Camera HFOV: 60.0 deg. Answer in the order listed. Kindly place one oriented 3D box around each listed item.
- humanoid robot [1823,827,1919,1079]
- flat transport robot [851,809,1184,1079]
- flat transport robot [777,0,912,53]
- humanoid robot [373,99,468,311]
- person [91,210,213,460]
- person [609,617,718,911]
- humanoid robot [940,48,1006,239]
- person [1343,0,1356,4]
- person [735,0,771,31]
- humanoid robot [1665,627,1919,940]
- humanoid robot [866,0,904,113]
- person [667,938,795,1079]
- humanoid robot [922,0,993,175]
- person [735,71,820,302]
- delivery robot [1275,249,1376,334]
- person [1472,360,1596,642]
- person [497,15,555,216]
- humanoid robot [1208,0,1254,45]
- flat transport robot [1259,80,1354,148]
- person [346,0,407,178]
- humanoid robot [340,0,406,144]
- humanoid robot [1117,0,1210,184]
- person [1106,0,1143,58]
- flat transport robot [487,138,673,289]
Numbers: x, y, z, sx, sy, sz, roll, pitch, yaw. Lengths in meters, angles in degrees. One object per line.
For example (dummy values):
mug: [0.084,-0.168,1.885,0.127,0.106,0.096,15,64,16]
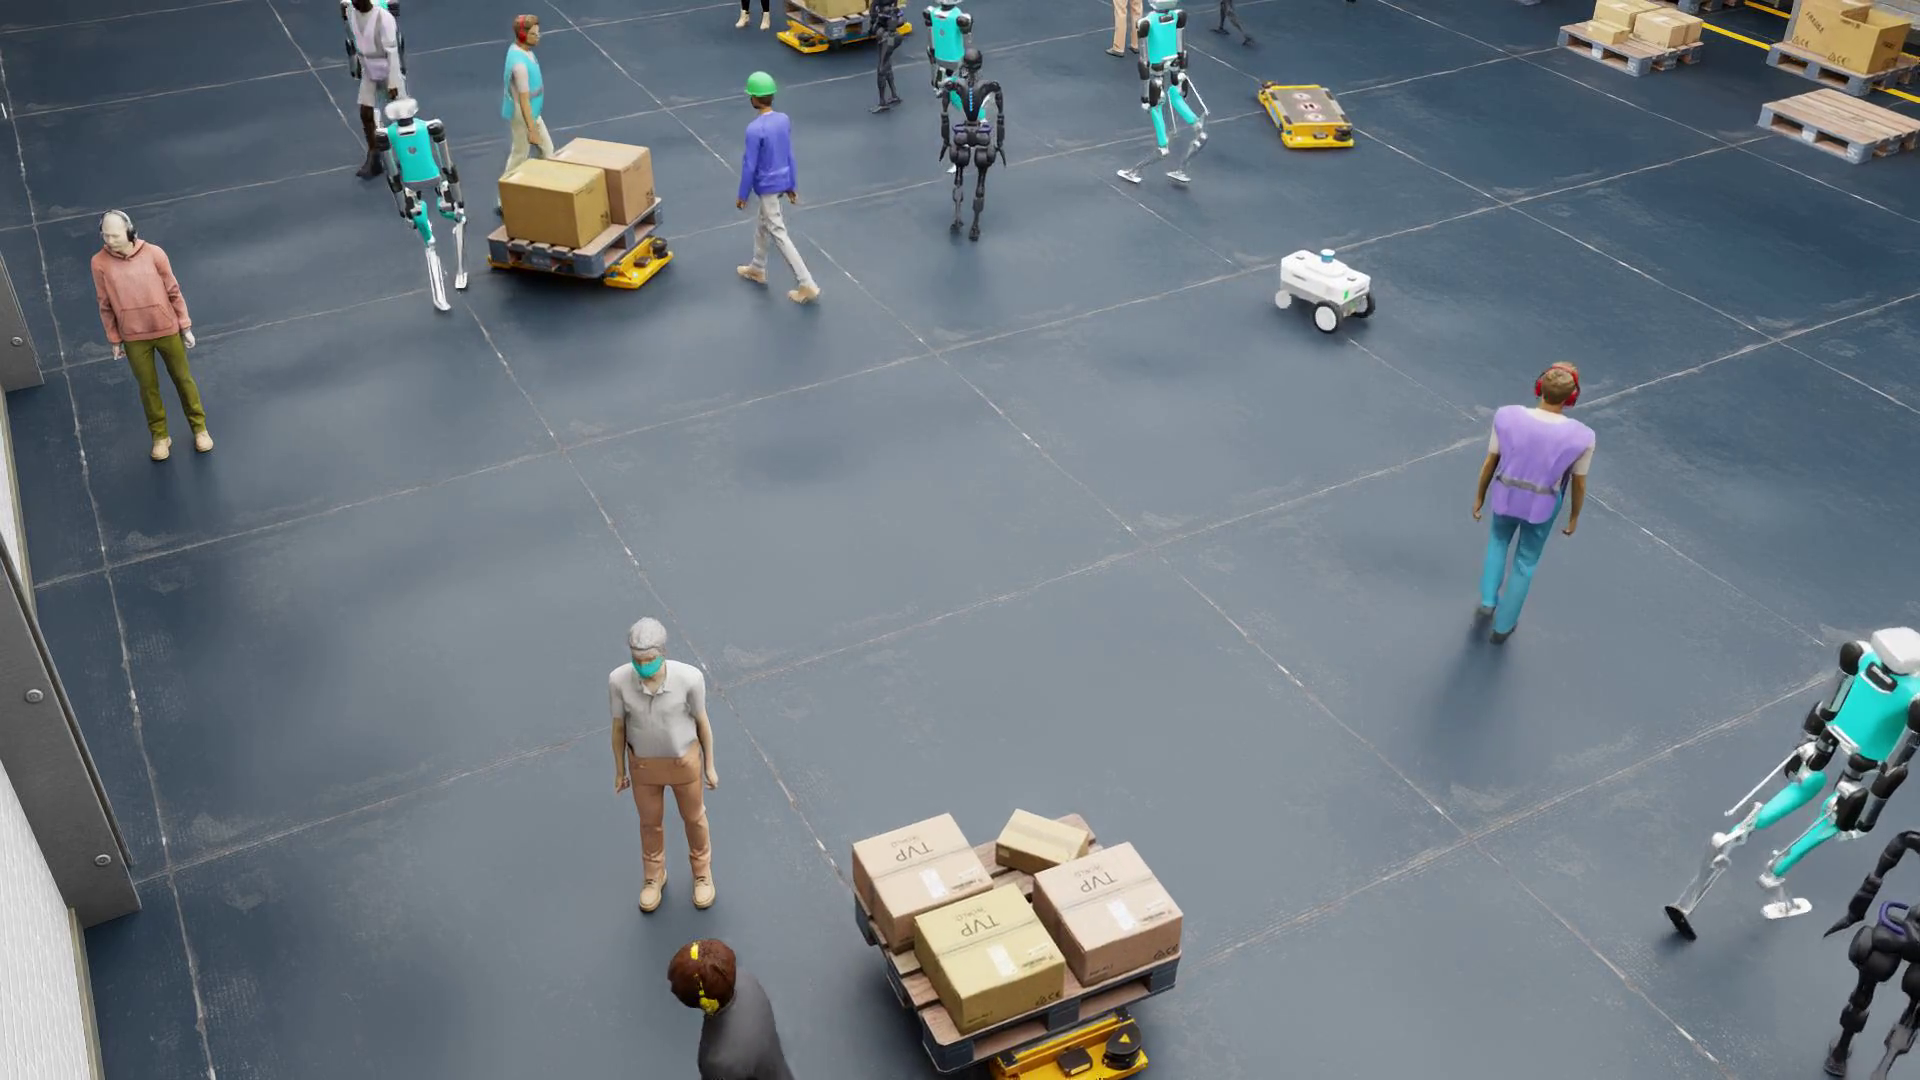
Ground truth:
humanoid robot: [3.974,1.749,7.000,0.609,1.640,0.471,27,43,33]
flat transport robot: [0.251,2.018,7.835,0.659,0.231,1.431,-15,38,-20]
flat transport robot: [-1.328,-5.888,19.123,1.431,0.231,0.659,-21,40,-27]
humanoid robot: [-4.277,-2.759,13.399,0.584,1.775,0.892,-7,36,-9]
person: [-5.537,-1.419,11.376,0.537,1.834,0.346,-13,37,-18]
person: [-1.400,1.065,7.907,0.483,1.745,0.309,-1,35,-2]
humanoid robot: [0.111,-3.428,14.379,0.589,1.647,0.366,2,35,3]
person: [4.501,-7.451,19.946,0.599,1.884,1.048,-10,36,-14]
person: [-2.394,-6.703,19.040,0.536,1.695,0.321,10,36,14]
humanoid robot: [3.824,1.211,7.719,0.980,1.754,0.533,-11,36,-15]
humanoid robot: [-0.799,-5.222,16.943,0.477,1.645,0.583,-17,38,-23]
person: [-0.734,2.160,6.268,0.665,1.841,0.503,-3,35,-4]
humanoid robot: [0.094,-4.339,15.689,0.550,1.834,0.877,25,42,31]
person: [-1.497,-2.843,13.423,0.914,1.827,0.518,20,40,26]
delivery robot: [2.936,-2.035,13.375,0.499,0.598,0.791,-27,43,-33]
person: [3.299,-0.208,9.655,0.588,1.823,0.489,18,39,24]
person: [-3.825,-3.745,14.738,0.875,1.807,0.624,-6,35,-8]
humanoid robot: [3.101,-6.420,18.706,0.707,1.648,0.584,24,42,30]
flat transport robot: [3.506,-4.326,16.893,0.659,0.231,1.431,-2,35,-3]
person: [-5.446,-4.300,15.434,0.571,1.897,0.852,15,38,20]
humanoid robot: [-5.588,-4.546,15.971,0.556,1.811,0.817,-14,37,-18]
humanoid robot: [1.952,-4.034,15.203,0.579,1.765,0.815,-20,40,-26]
person: [1.831,-6.180,18.312,0.468,1.674,0.378,-18,39,-24]
flat transport robot: [-3.247,-2.454,14.220,1.431,0.231,0.659,11,37,16]
